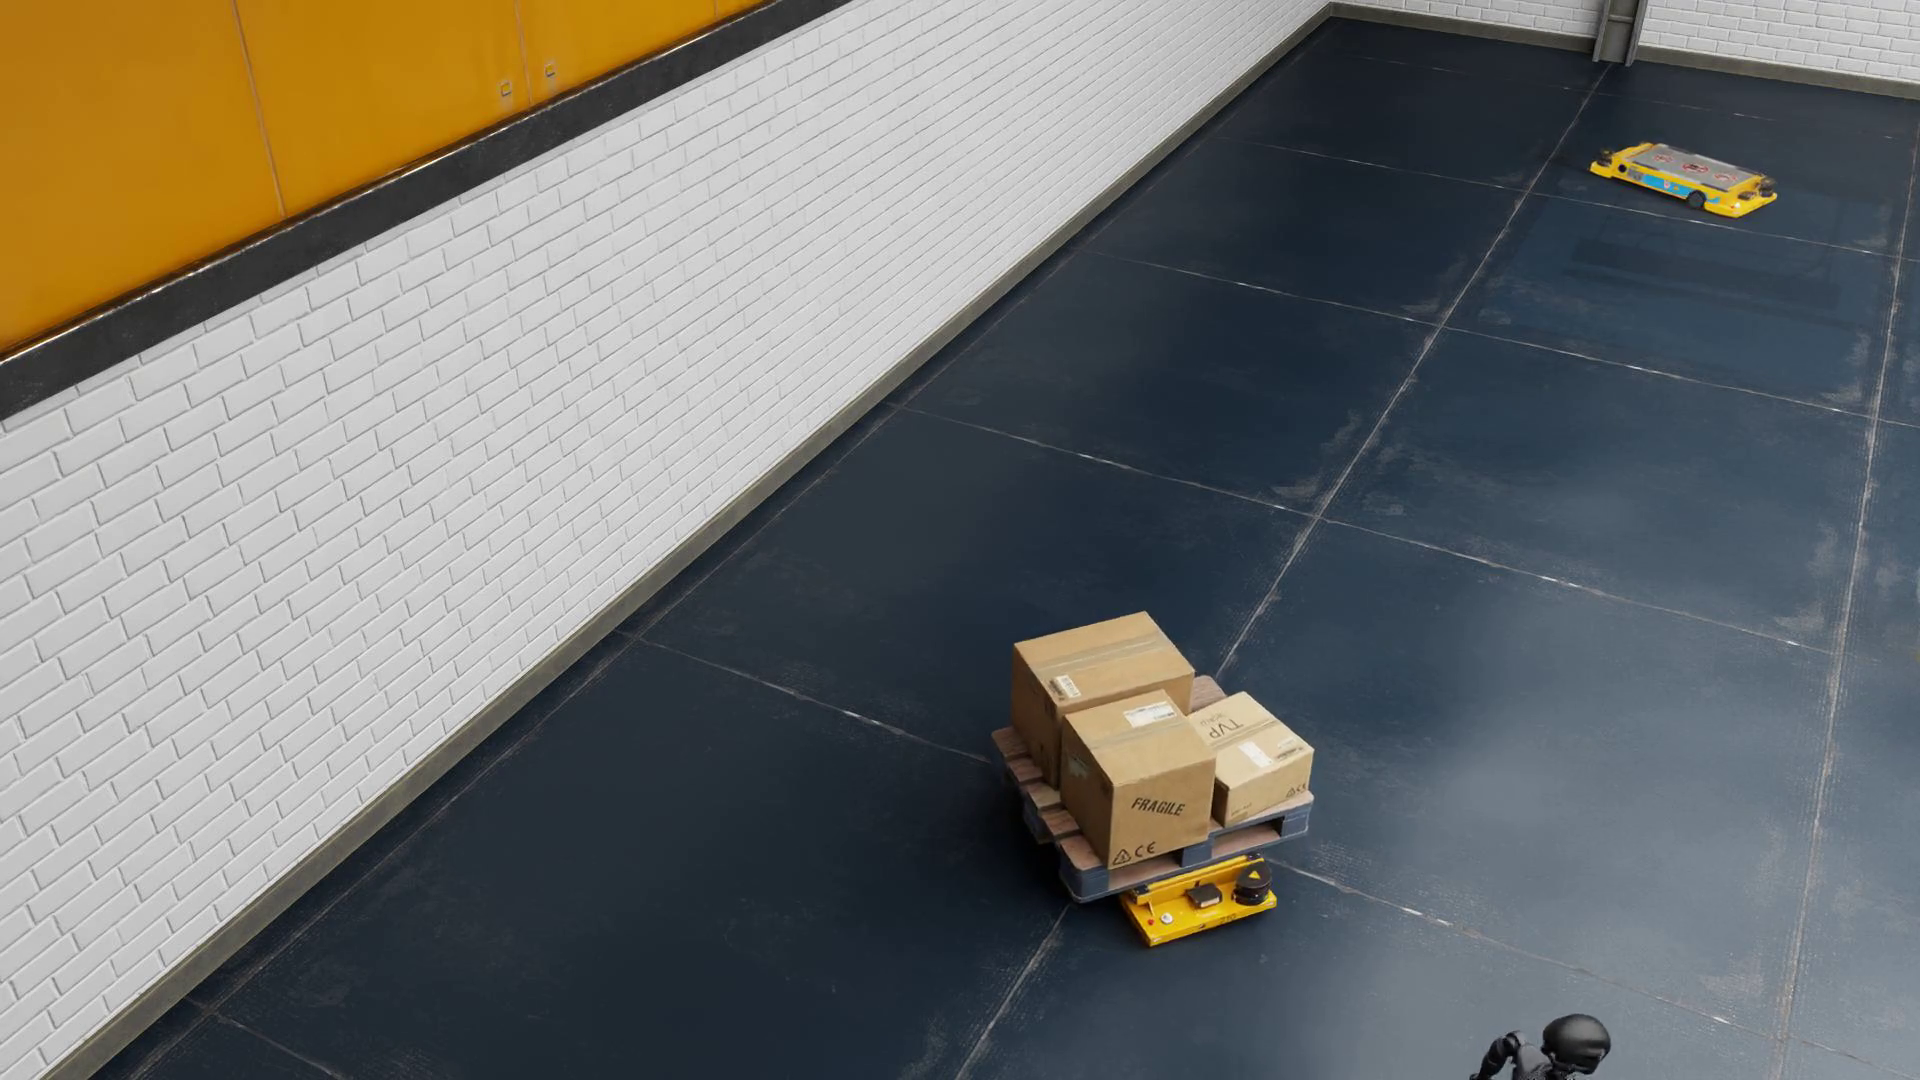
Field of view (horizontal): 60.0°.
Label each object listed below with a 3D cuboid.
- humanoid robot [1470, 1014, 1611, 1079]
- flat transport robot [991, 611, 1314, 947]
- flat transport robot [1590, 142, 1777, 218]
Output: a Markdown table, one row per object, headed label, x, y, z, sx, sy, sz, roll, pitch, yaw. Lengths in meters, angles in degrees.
| label | x | y | z | sx | sy | sz | roll | pitch | yaw |
| --- | --- | --- | --- | --- | --- | --- | --- | --- | --- |
| humanoid robot | 1.778 | 2.173 | 5.534 | 0.762 | 1.629 | 0.606 | -13 | 36 | -18 |
| flat transport robot | 0.879 | 1.319 | 8.015 | 0.659 | 0.231 | 1.431 | -13 | 36 | -18 |
| flat transport robot | 6.425 | -3.225 | 14.775 | 0.659 | 0.231 | 1.431 | -25 | 41 | -32 |
